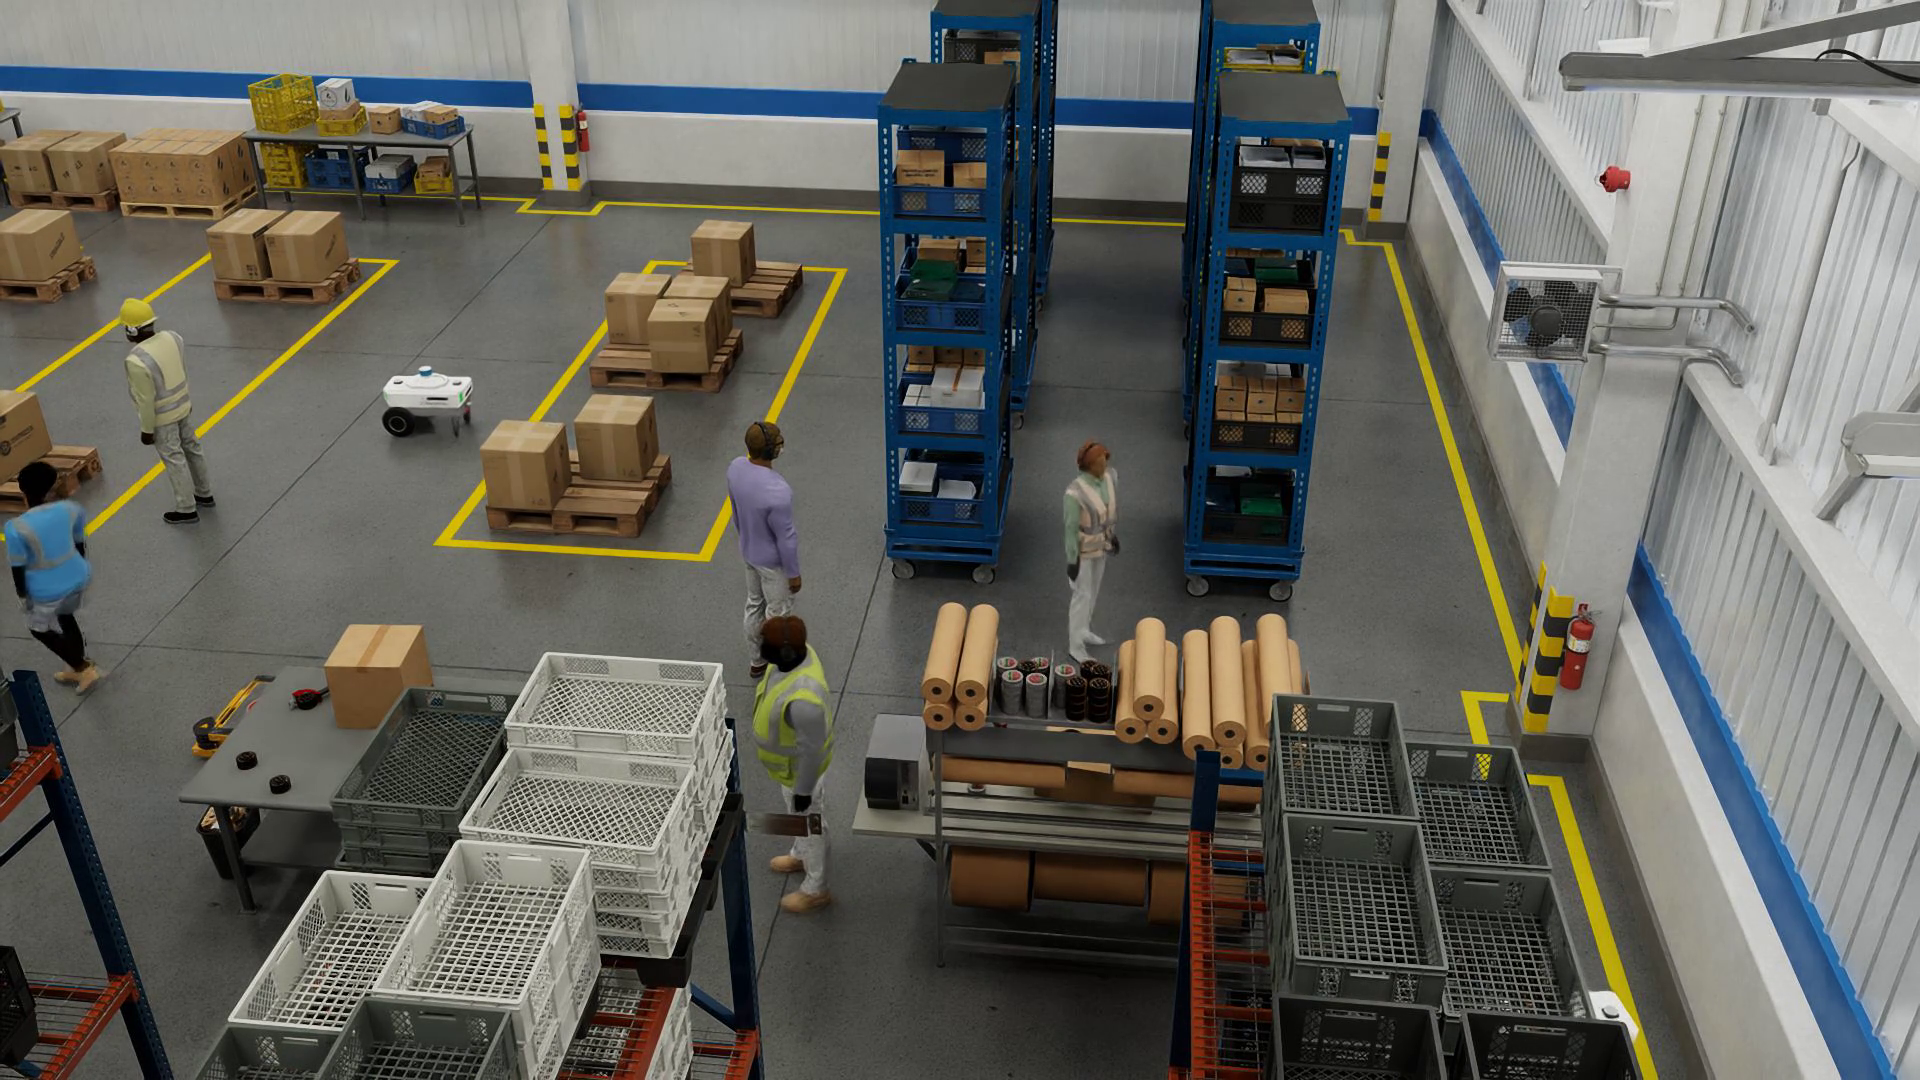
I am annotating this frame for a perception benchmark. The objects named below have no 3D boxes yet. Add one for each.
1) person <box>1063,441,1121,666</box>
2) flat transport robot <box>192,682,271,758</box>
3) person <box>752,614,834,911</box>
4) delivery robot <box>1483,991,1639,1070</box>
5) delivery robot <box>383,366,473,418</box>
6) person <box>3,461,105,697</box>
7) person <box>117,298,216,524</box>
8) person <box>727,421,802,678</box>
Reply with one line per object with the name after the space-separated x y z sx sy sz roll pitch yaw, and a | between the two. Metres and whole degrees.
0.873 0.067 11.205 0.350 1.636 0.529 21 36 32 | person
-4.089 1.163 10.648 1.431 0.197 0.652 3 30 6 | flat transport robot
-0.902 1.192 9.048 0.429 1.841 0.633 -7 31 -12 | person
2.920 2.411 8.135 0.707 0.478 0.477 -4 31 -6 | delivery robot
-4.614 -1.275 14.465 0.707 0.478 0.477 1 30 1 | delivery robot
-5.888 0.270 10.807 0.445 1.657 0.554 11 32 18 | person
-6.139 -0.997 12.815 0.403 1.835 0.586 5 31 9 | person
-1.238 0.106 10.819 0.372 1.940 0.631 -23 37 -34 | person
